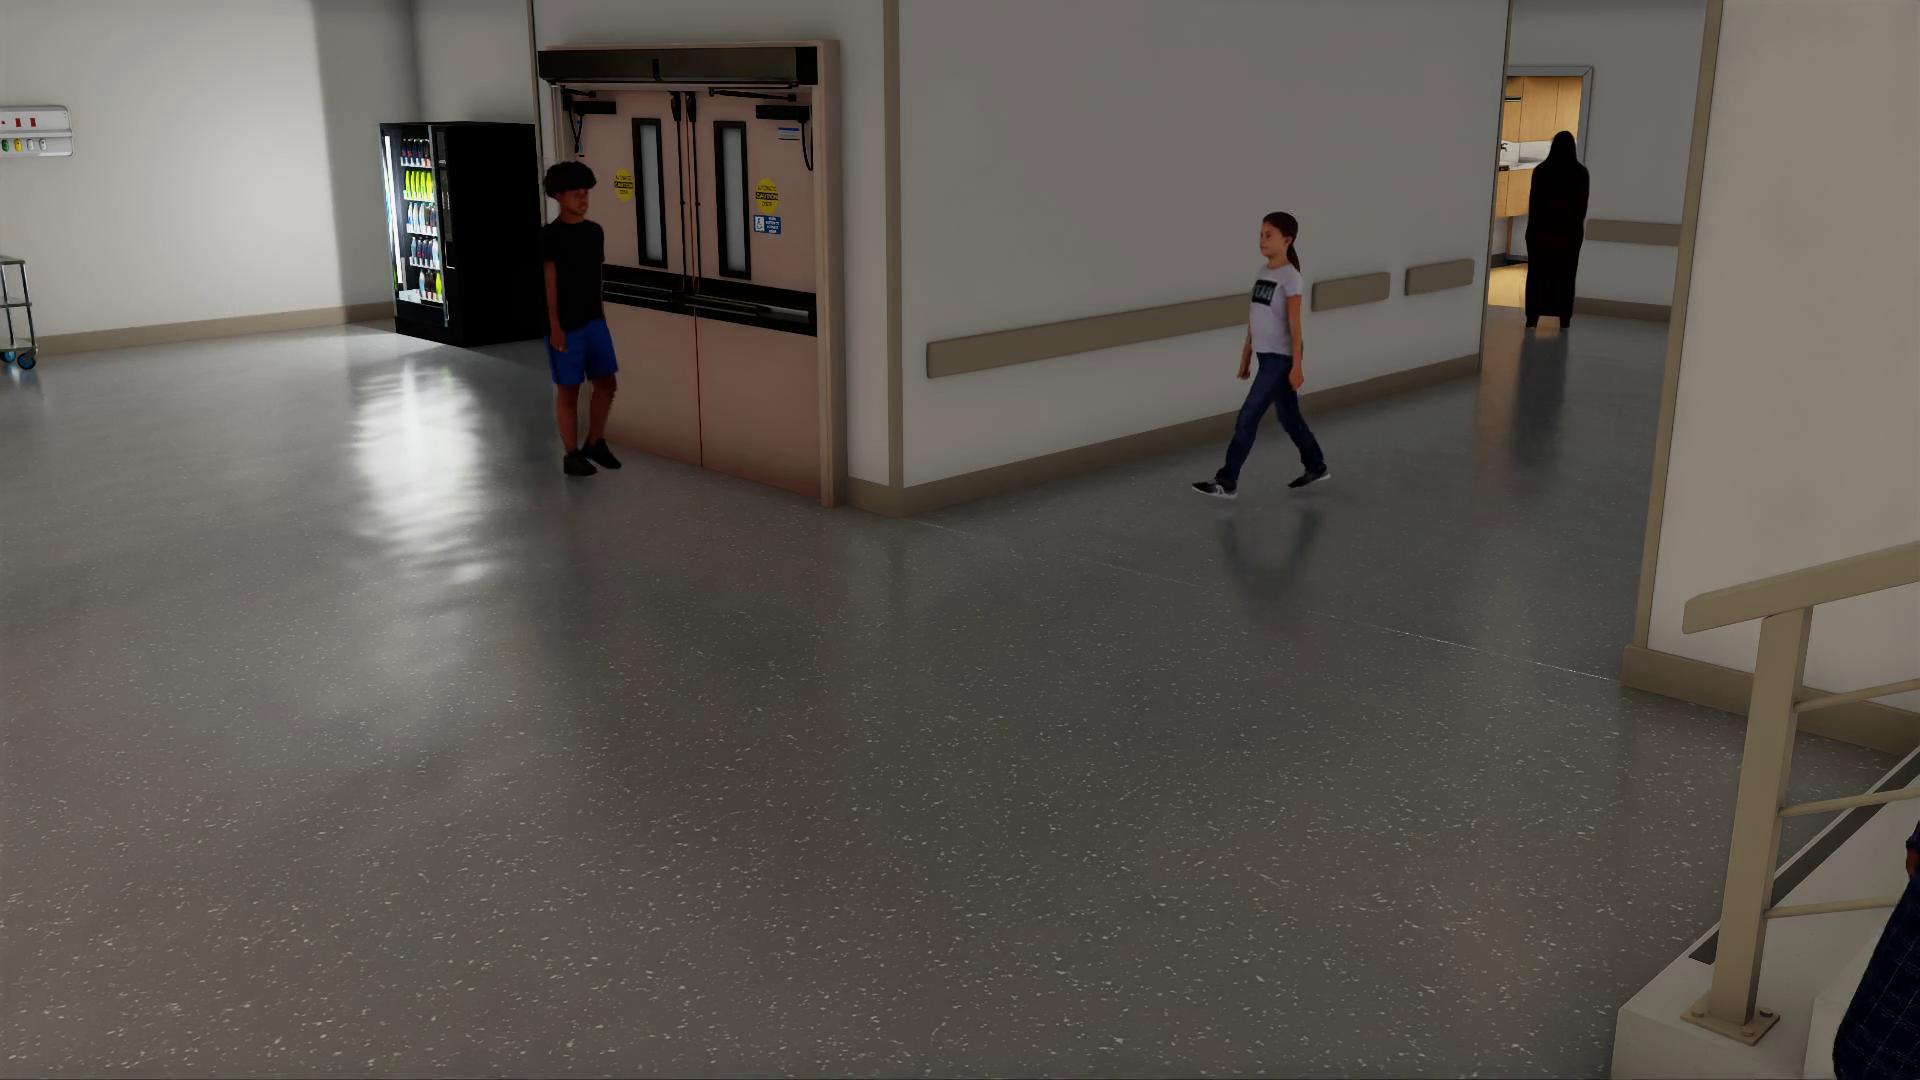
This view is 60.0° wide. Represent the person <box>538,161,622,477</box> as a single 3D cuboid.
[{"bbox_3d":[-2.247,-1.243,9.463,0.603,1.780,0.588,-14,21,-40],"label":"person"}]

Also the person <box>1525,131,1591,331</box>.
[{"bbox_3d":[5.365,-2.787,14.983,0.739,1.756,0.836,3,16,12],"label":"person"}]

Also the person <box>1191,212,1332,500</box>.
[{"bbox_3d":[1.759,-0.968,8.963,0.939,1.522,1.084,-5,17,-18],"label":"person"}]
